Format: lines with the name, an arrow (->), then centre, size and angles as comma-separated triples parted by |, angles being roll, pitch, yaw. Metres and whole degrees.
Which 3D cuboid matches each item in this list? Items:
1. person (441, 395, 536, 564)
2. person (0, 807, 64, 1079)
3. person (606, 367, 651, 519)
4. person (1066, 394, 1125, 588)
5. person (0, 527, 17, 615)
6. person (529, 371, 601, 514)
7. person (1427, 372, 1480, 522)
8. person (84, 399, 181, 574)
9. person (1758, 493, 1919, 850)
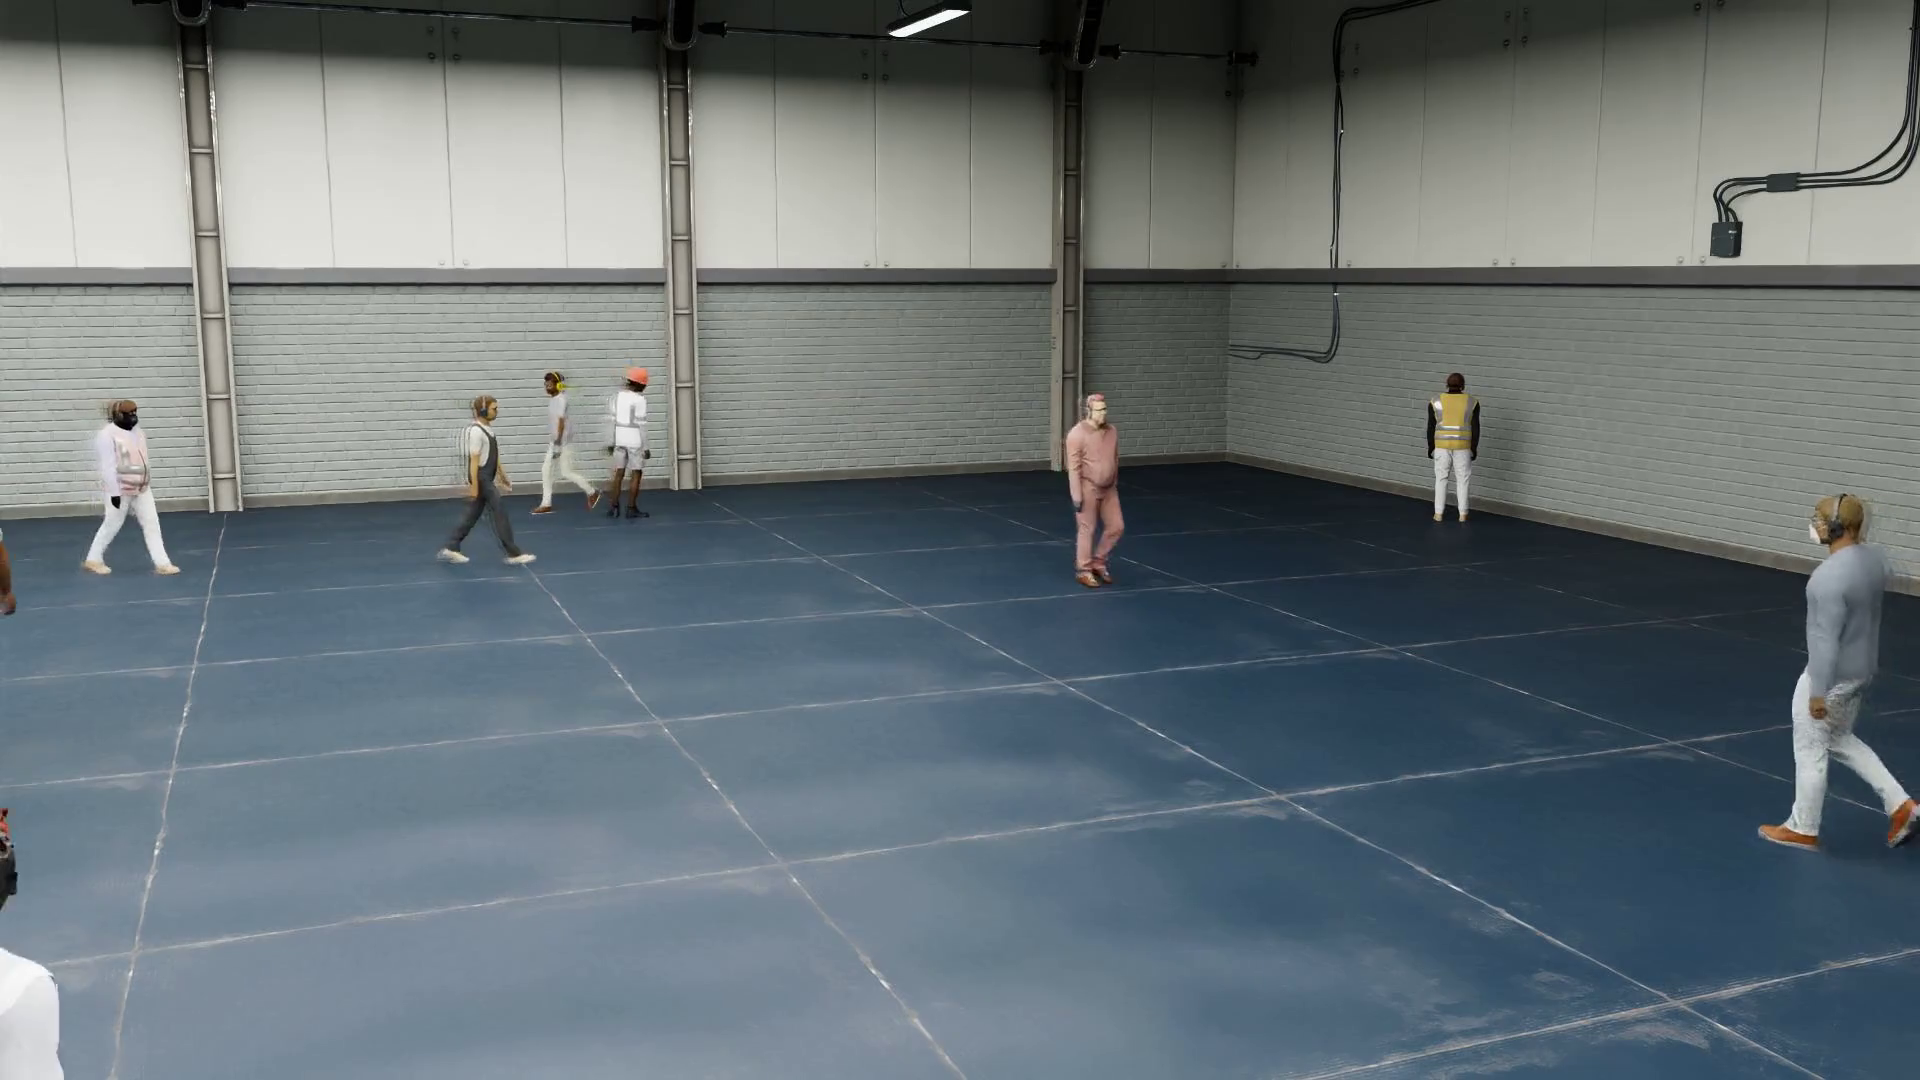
person -> -5.006, -0.621, 17.408 | 0.978, 1.806, 0.534 | -1, 9, -8
person -> -2.267, 1.528, 3.702 | 0.605, 1.863, 0.686 | 3, 10, 20
person -> -4.159, -1.208, 20.790 | 0.727, 1.900, 0.399 | 6, 11, 34
person -> 1.329, -0.470, 16.145 | 0.670, 1.887, 0.449 | -7, 12, -38
person -> -6.494, 0.313, 10.751 | 0.695, 2.000, 0.606 | -1, 9, -7
person -> -5.051, -1.244, 21.203 | 0.841, 1.835, 0.497 | -6, 11, -35
person -> 6.080, -1.144, 20.527 | 0.623, 1.844, 0.430 | 3, 10, 18
person -> -8.455, -0.531, 16.810 | 0.955, 1.798, 0.641 | 2, 9, 12
person -> 4.604, 0.713, 8.612 | 0.641, 1.922, 0.692 | -8, 12, -40
